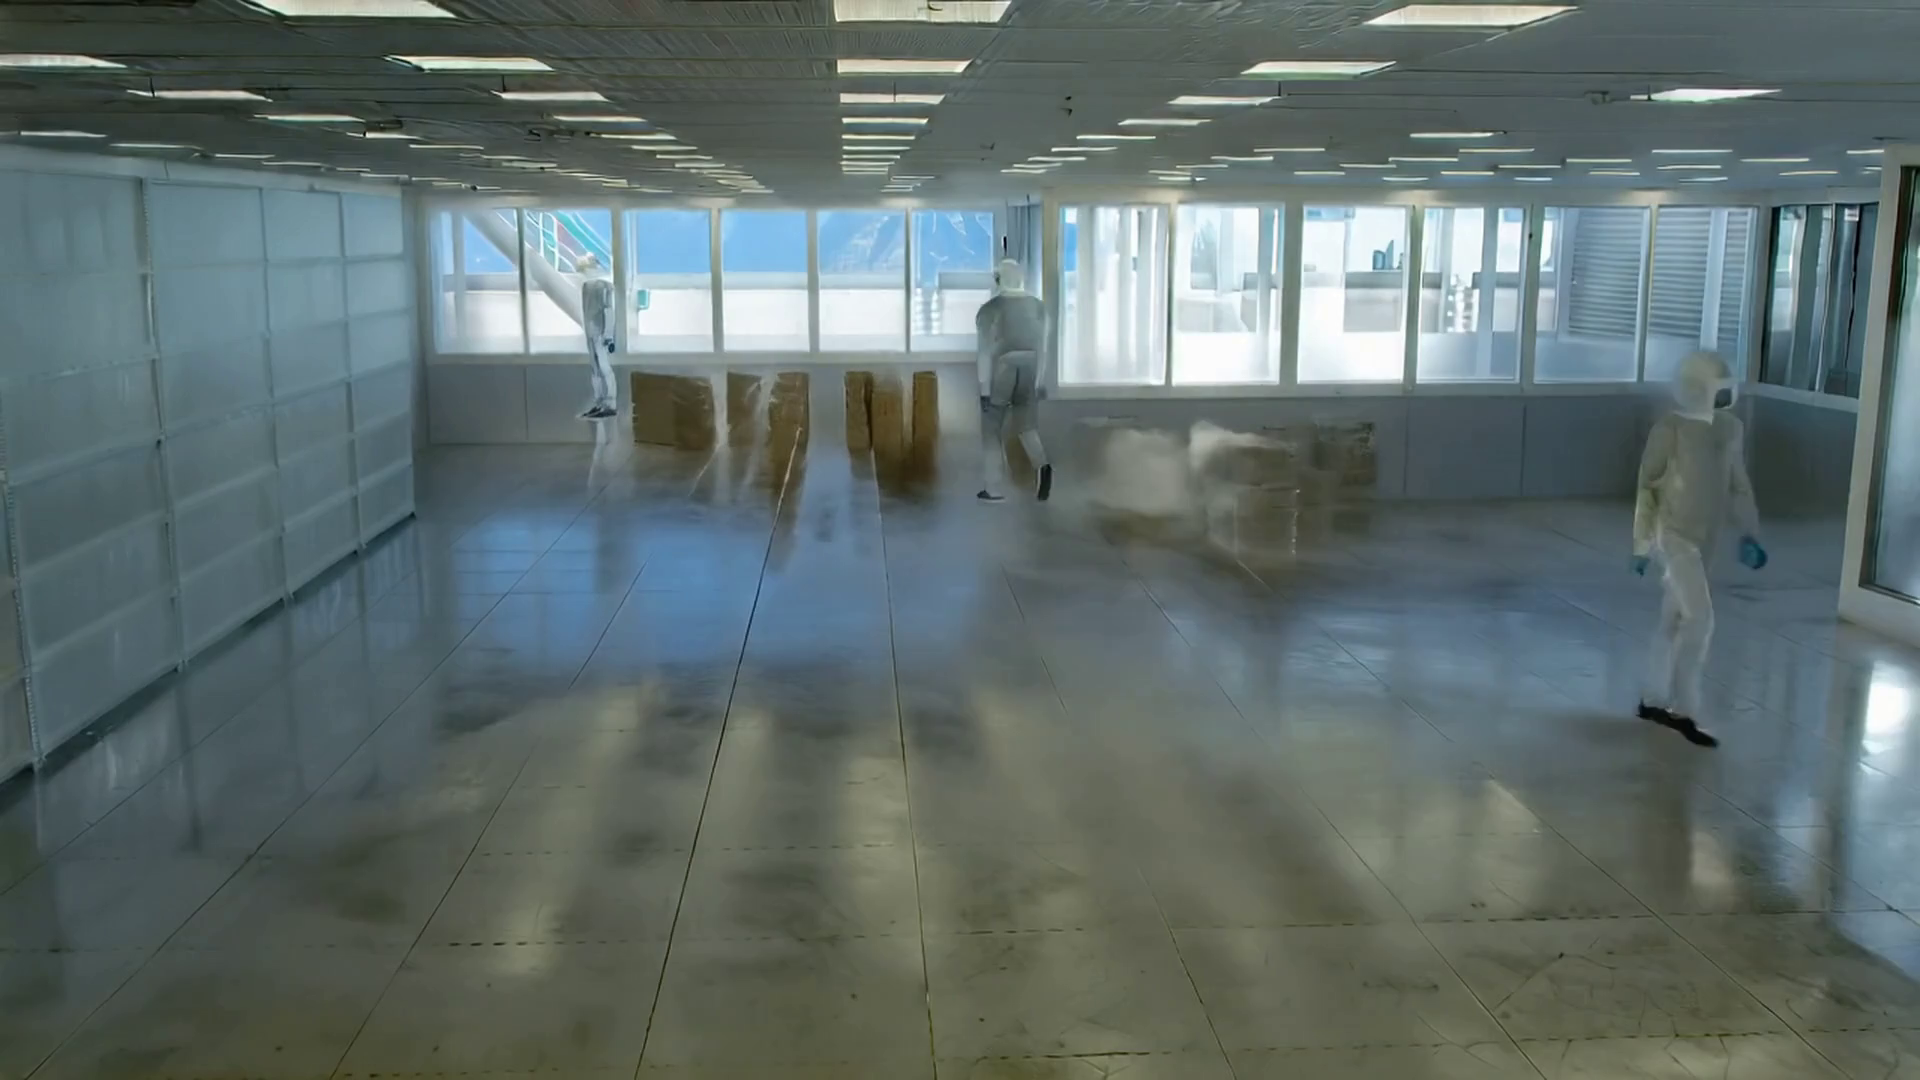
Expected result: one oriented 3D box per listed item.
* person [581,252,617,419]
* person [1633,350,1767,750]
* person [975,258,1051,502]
[{"bbox_3d":[-4.070,-2.280,18.635,0.502,1.861,0.328,9,14,41],"label":"person"},{"bbox_3d":[3.058,0.037,6.797,0.504,1.610,0.631,-6,12,-31],"label":"person"},{"bbox_3d":[0.400,-1.198,12.691,0.654,1.890,0.712,-6,12,-28],"label":"person"}]
